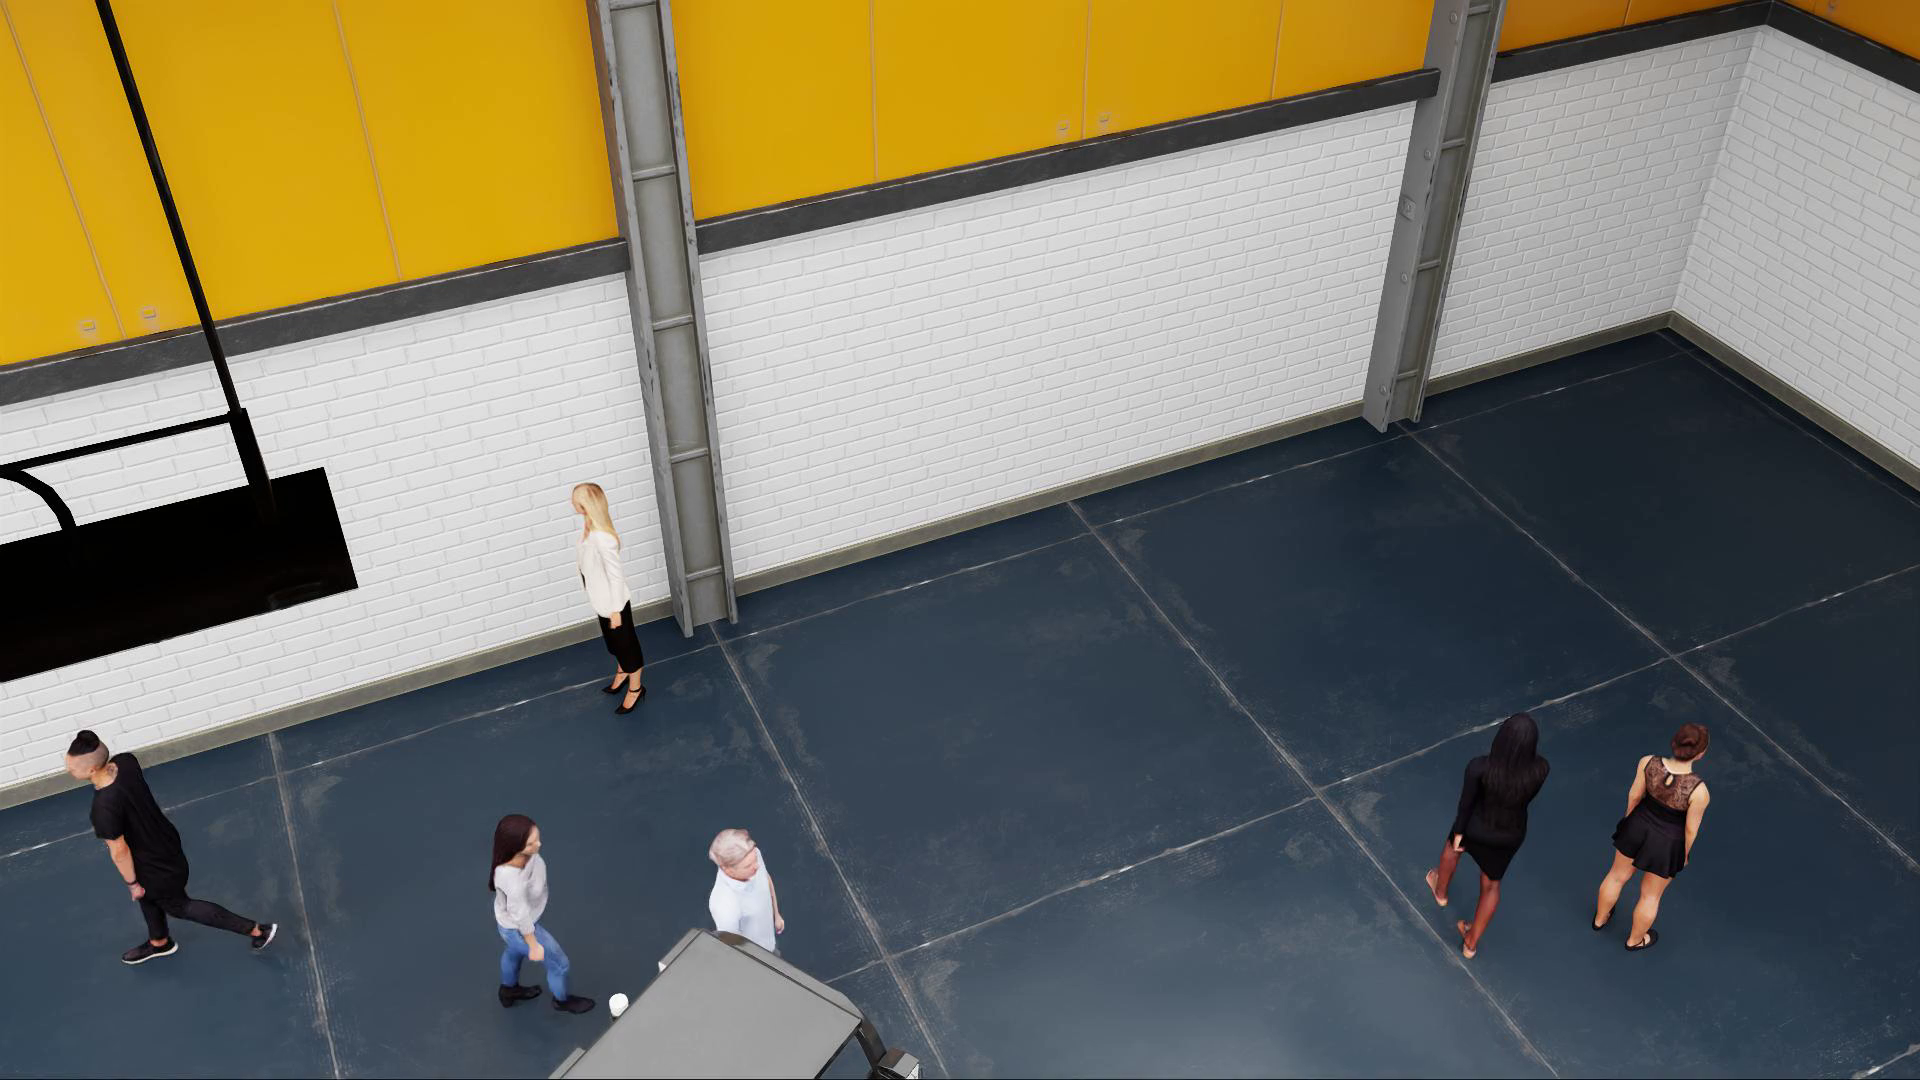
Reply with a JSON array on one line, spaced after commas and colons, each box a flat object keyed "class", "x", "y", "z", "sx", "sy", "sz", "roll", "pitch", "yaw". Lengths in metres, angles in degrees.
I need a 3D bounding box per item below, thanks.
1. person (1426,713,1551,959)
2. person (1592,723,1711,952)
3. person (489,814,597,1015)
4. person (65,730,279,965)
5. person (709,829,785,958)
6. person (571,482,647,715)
[{"class": "person", "x": 2.961, "y": 1.682, "z": 9.191, "sx": 0.895, "sy": 1.703, "sz": 0.898, "roll": 2, "pitch": 39, "yaw": 3}, {"class": "person", "x": 3.863, "y": 1.642, "z": 9.255, "sx": 0.641, "sy": 1.685, "sz": 0.636, "roll": -28, "pitch": 47, "yaw": -31}, {"class": "person", "x": -2.367, "y": 2.044, "z": 8.818, "sx": 0.853, "sy": 1.604, "sz": 0.756, "roll": -9, "pitch": 40, "yaw": -11}, {"class": "person", "x": -4.328, "y": 1.693, "z": 9.073, "sx": 1.215, "sy": 1.834, "sz": 0.897, "roll": -6, "pitch": 39, "yaw": -8}, {"class": "person", "x": -1.186, "y": 2.086, "z": 8.599, "sx": 1.101, "sy": 1.810, "sz": 0.971, "roll": 5, "pitch": 39, "yaw": 6}, {"class": "person", "x": -2.259, "y": 0.369, "z": 10.712, "sx": 0.508, "sy": 1.856, "sz": 0.604, "roll": -17, "pitch": 42, "yaw": -20}]
